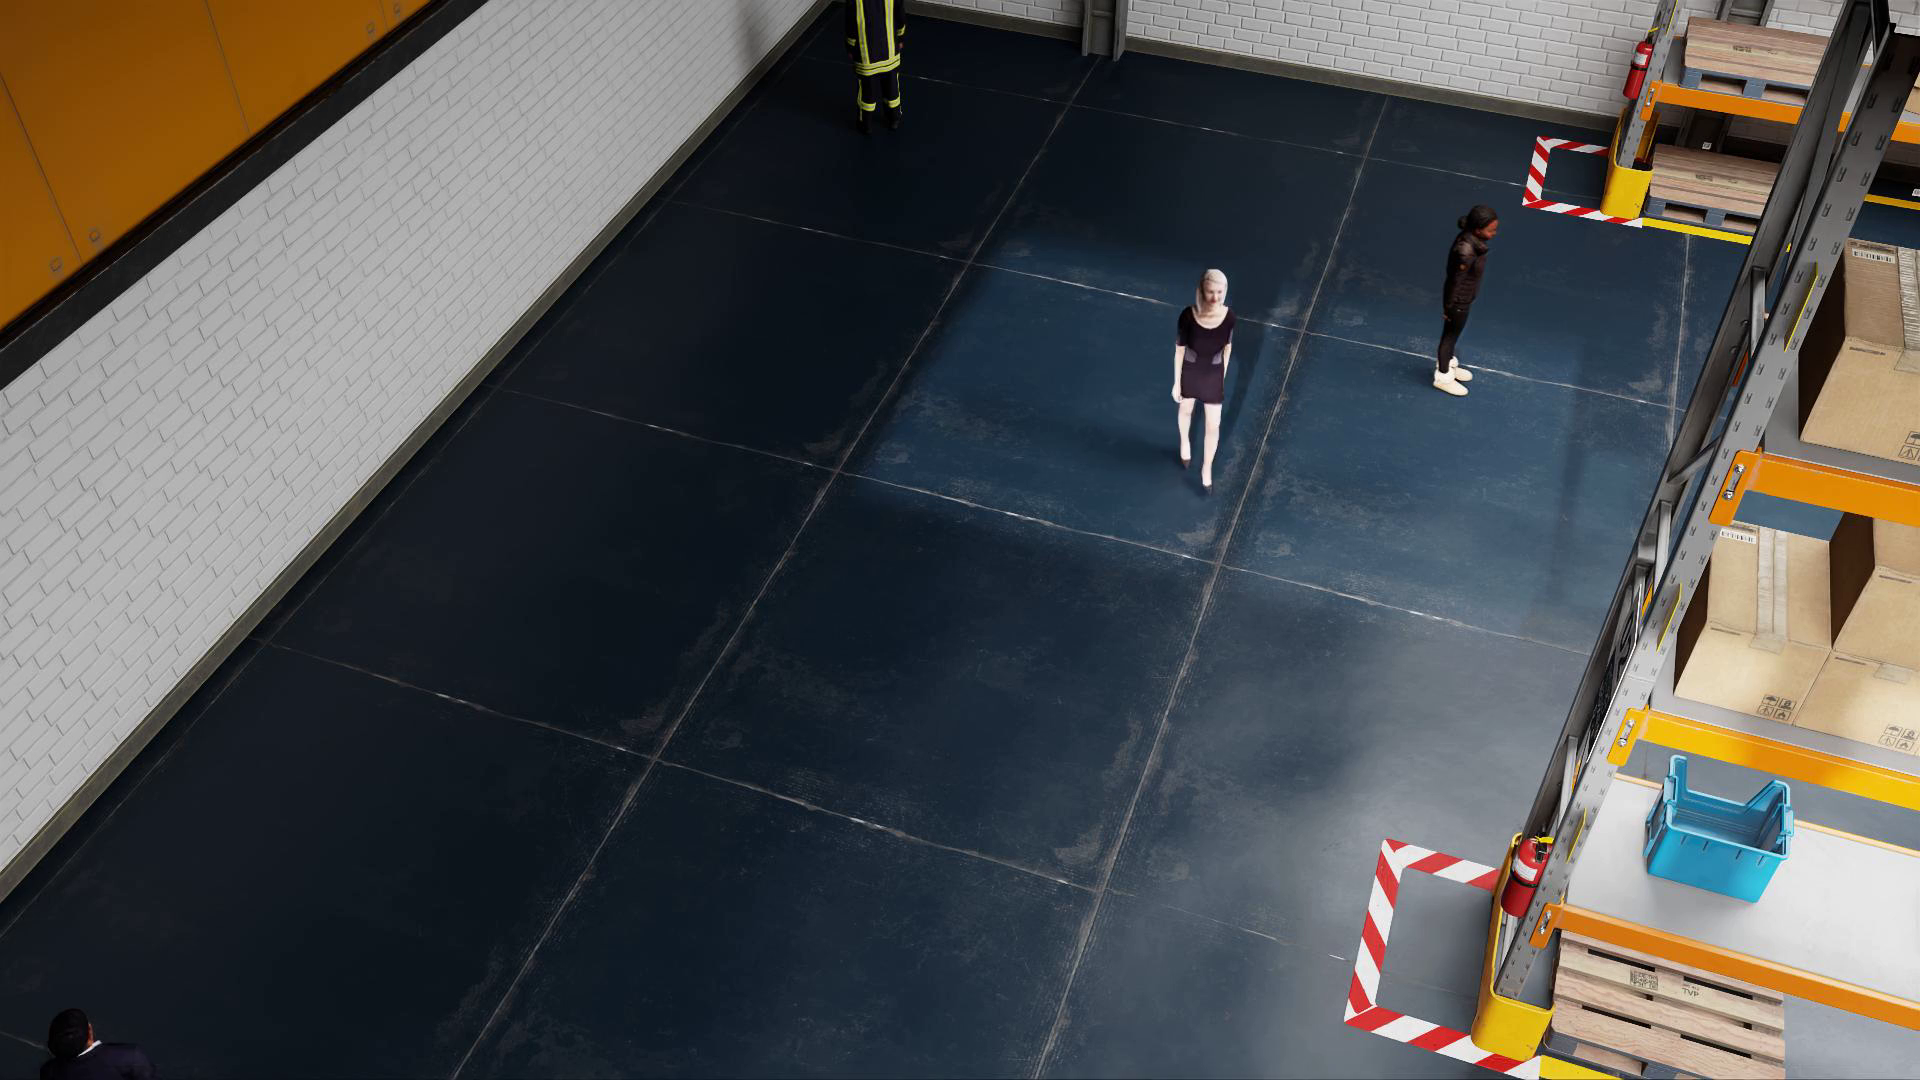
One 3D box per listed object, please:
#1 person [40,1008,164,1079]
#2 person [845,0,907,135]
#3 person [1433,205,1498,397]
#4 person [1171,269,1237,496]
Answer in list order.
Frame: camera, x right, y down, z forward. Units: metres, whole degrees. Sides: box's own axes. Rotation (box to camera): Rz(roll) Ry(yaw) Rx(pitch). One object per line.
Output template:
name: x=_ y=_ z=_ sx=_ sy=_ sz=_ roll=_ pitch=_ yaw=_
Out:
person: x=-3.992 y=2.844 z=7.982 sx=0.798 sy=1.718 sz=0.871 roll=-11 pitch=45 yaw=-11
person: x=-0.814 y=-4.770 z=15.870 sx=0.851 sy=1.861 sz=0.945 roll=-11 pitch=45 yaw=-11
person: x=3.889 y=-1.893 z=12.995 sx=0.622 sy=1.662 sz=0.554 roll=13 pitch=45 yaw=14
person: x=1.743 y=-1.254 z=12.218 sx=0.837 sy=1.808 sz=0.799 roll=0 pitch=44 yaw=0
